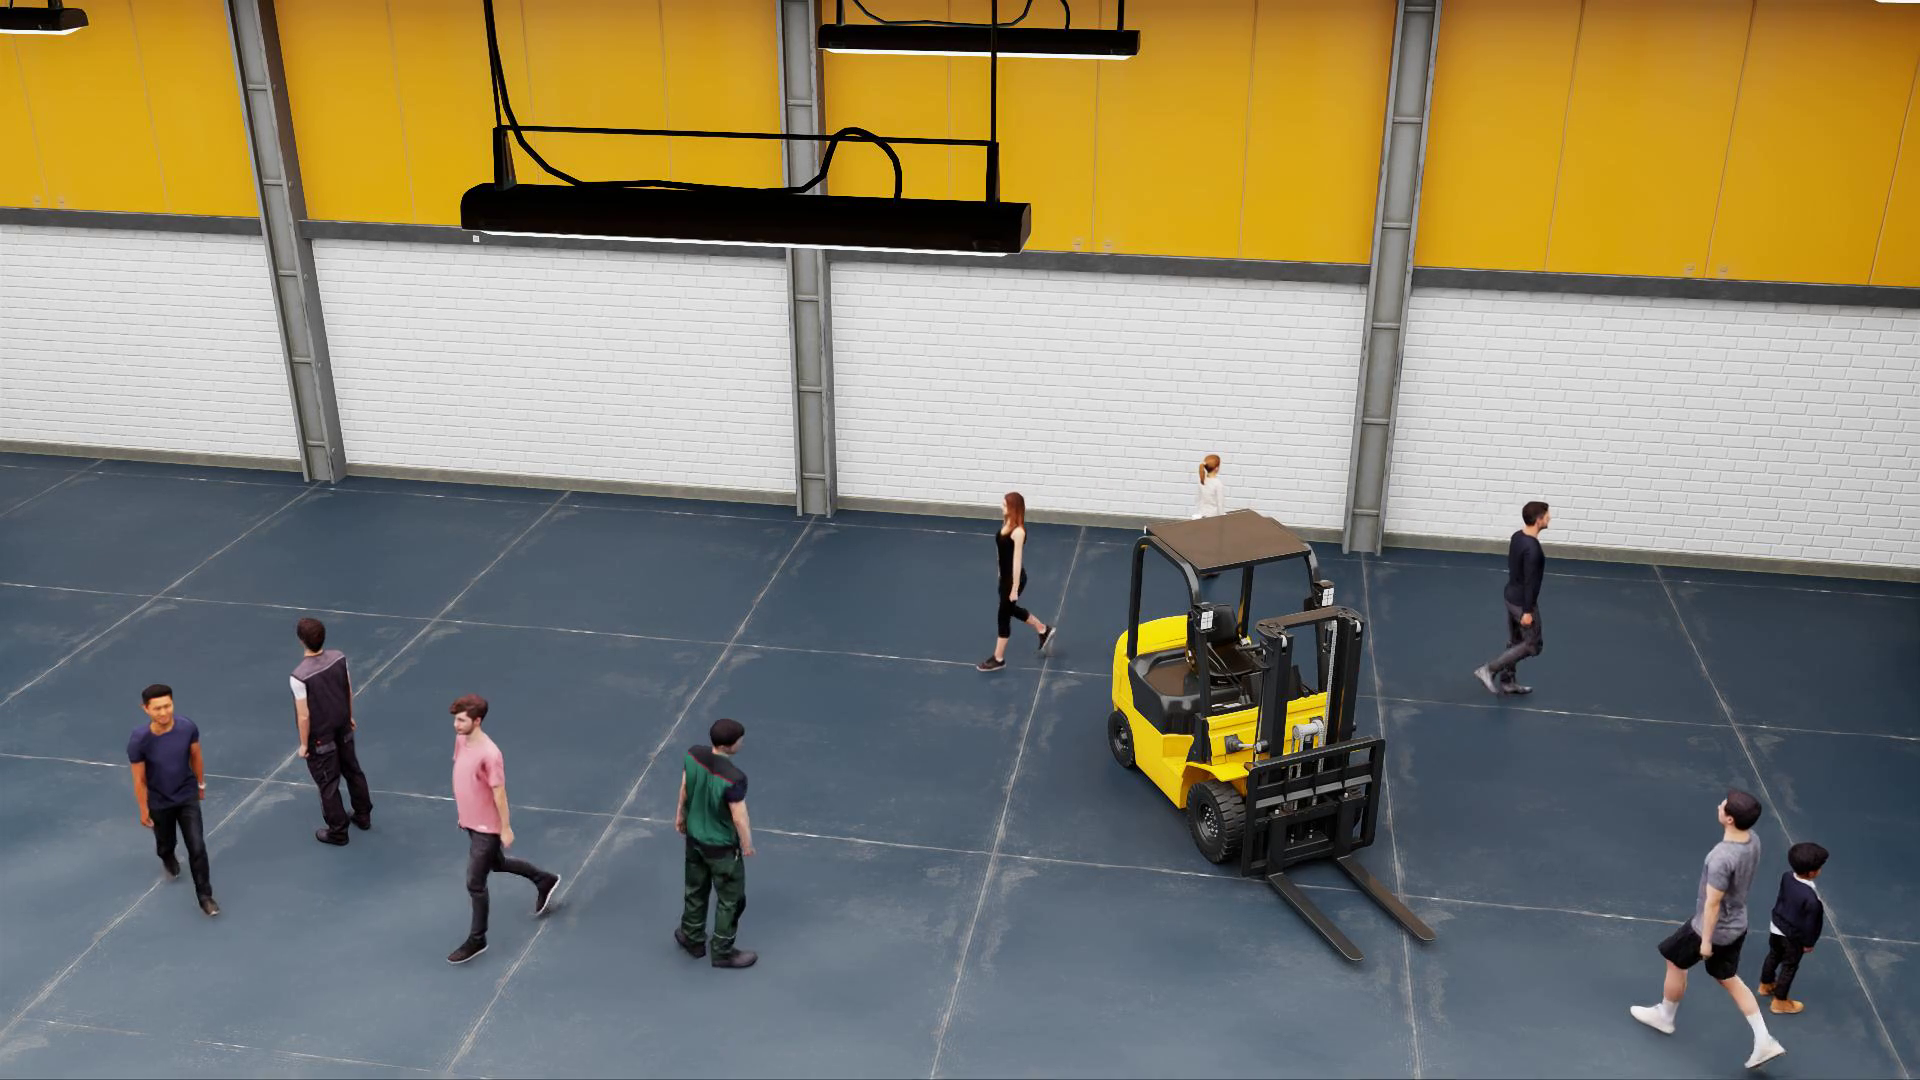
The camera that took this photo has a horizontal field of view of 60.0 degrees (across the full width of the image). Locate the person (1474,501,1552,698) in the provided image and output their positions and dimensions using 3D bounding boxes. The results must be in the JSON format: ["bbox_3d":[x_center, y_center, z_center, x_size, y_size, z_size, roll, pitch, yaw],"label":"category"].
[{"bbox_3d":[4.801,0.549,14.459,0.830,1.854,0.708,1,24,2],"label":"person"}]

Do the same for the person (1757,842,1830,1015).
[{"bbox_3d":[5.394,2.495,10.792,0.549,1.225,0.549,-1,24,-3],"label":"person"}]

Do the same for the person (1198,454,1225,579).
[{"bbox_3d":[2.532,-0.244,16.949,0.628,1.313,0.563,-20,31,-38],"label":"person"}]

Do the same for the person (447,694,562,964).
[{"bbox_3d":[-3.150,1.887,11.310,1.191,1.926,1.133,22,32,40],"label":"person"}]

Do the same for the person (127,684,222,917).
[{"bbox_3d":[-5.583,1.786,11.737,1.053,1.768,1.136,-18,29,-35],"label":"person"}]

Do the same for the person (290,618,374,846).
[{"bbox_3d":[-4.731,1.422,12.470,0.703,1.848,0.729,14,27,29],"label":"person"}]

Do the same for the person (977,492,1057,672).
[{"bbox_3d":[0.537,0.363,15.069,1.097,1.706,0.853,-6,24,-13],"label":"person"}]

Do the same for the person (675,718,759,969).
[{"bbox_3d":[-1.713,1.994,11.128,0.773,1.875,0.986,10,26,22],"label":"person"}]

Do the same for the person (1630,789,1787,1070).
[{"bbox_3d":[4.762,2.416,10.220,1.137,1.829,1.196,-16,28,-32],"label":"person"}]
